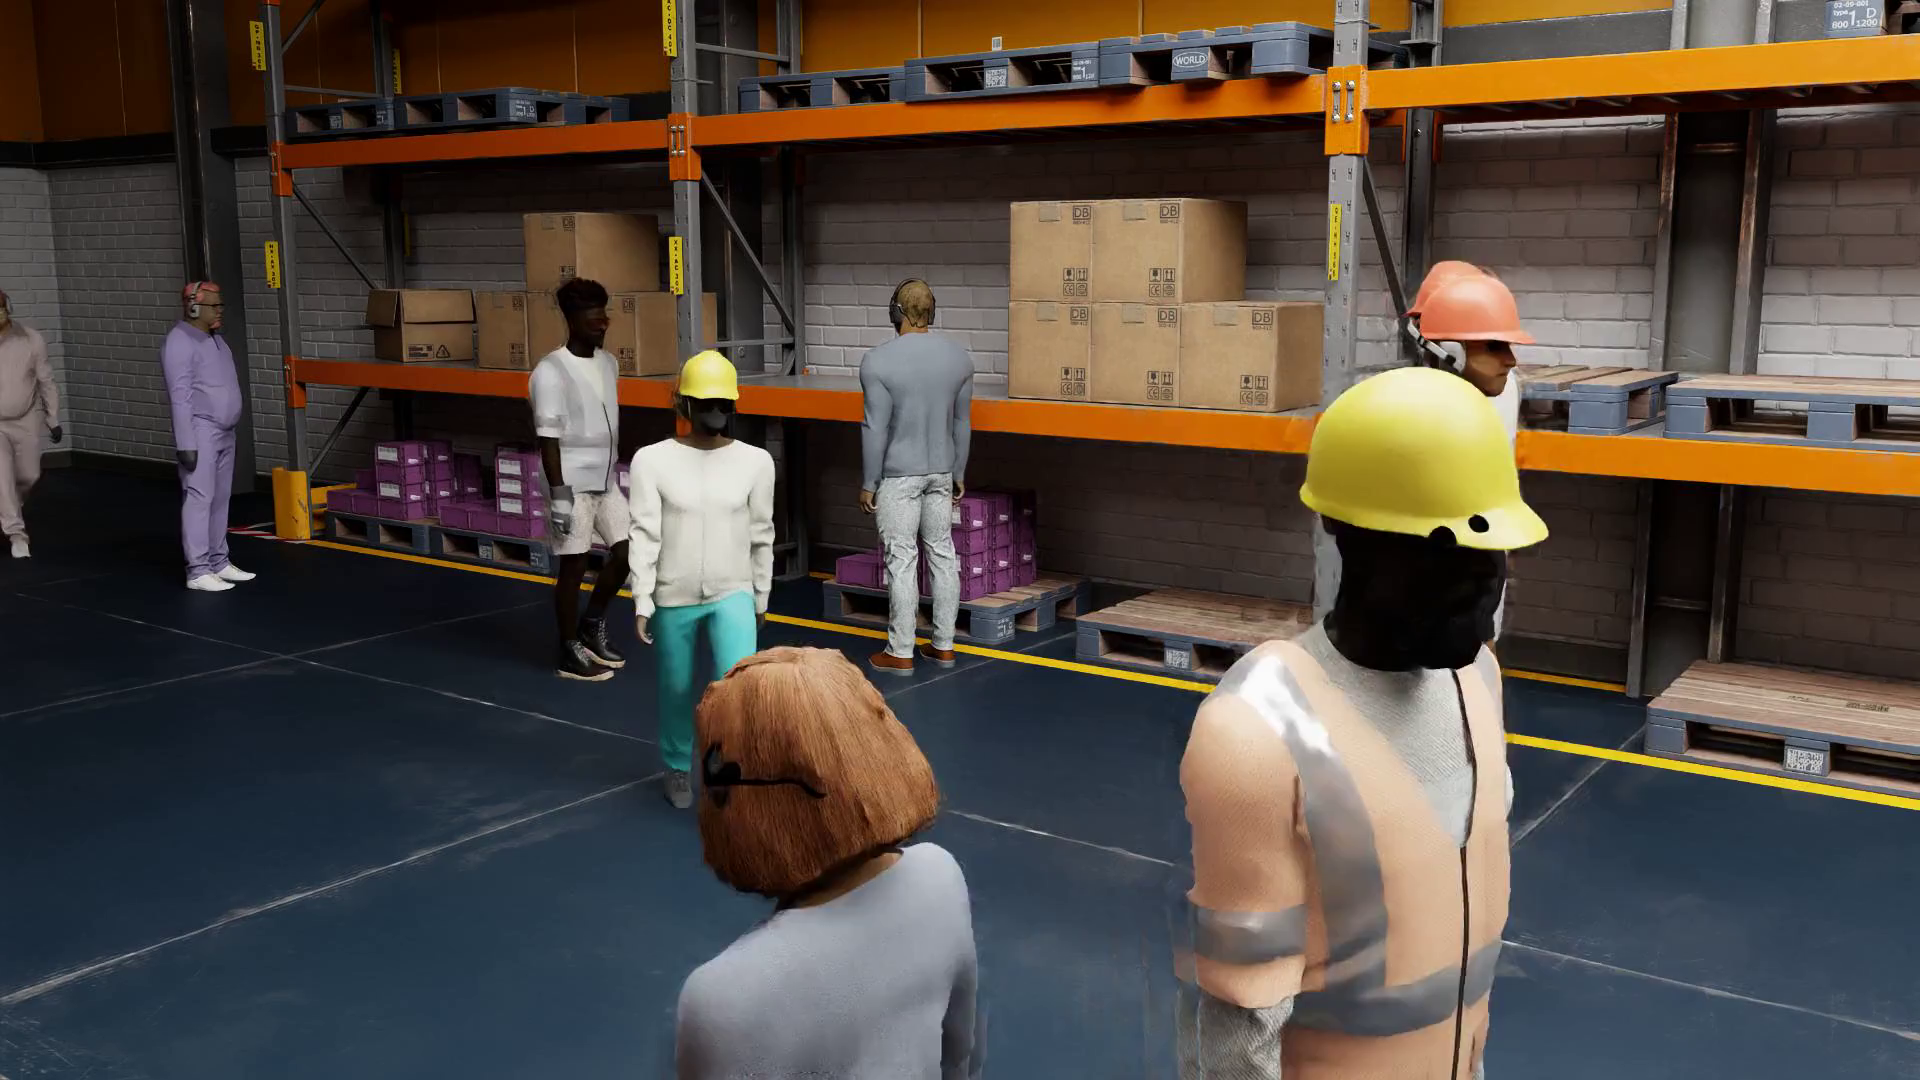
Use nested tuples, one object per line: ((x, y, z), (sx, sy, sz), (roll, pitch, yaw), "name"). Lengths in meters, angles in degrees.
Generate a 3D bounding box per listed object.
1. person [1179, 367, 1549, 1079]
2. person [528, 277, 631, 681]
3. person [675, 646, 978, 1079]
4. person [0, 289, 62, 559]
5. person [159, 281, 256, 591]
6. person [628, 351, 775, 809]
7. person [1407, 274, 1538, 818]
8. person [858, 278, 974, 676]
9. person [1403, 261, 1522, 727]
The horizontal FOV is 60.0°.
((0.457, 0.720, 2.182), (0.592, 1.904, 0.648), (-9, 13, -42), "person")
((-1.793, -0.275, 7.970), (0.429, 1.942, 0.646), (4, 10, 24), "person")
((-0.168, 0.913, 1.957), (0.558, 1.612, 0.521), (6, 11, 31), "person")
((-6.646, -0.834, 11.545), (0.666, 1.871, 0.861), (-9, 13, -42), "person")
((-4.634, -0.638, 10.276), (0.400, 1.899, 0.640), (0, 10, 0), "person")
((-0.906, 0.192, 5.869), (0.527, 1.721, 0.924), (-3, 10, -15), "person")
((1.369, 0.283, 4.518), (0.518, 1.980, 0.644), (5, 11, 27), "person")
((-0.224, -0.305, 8.157), (0.633, 1.939, 0.368), (-7, 12, -35), "person")
((1.667, 0.017, 6.021), (0.621, 2.017, 0.810), (-9, 13, -42), "person")
